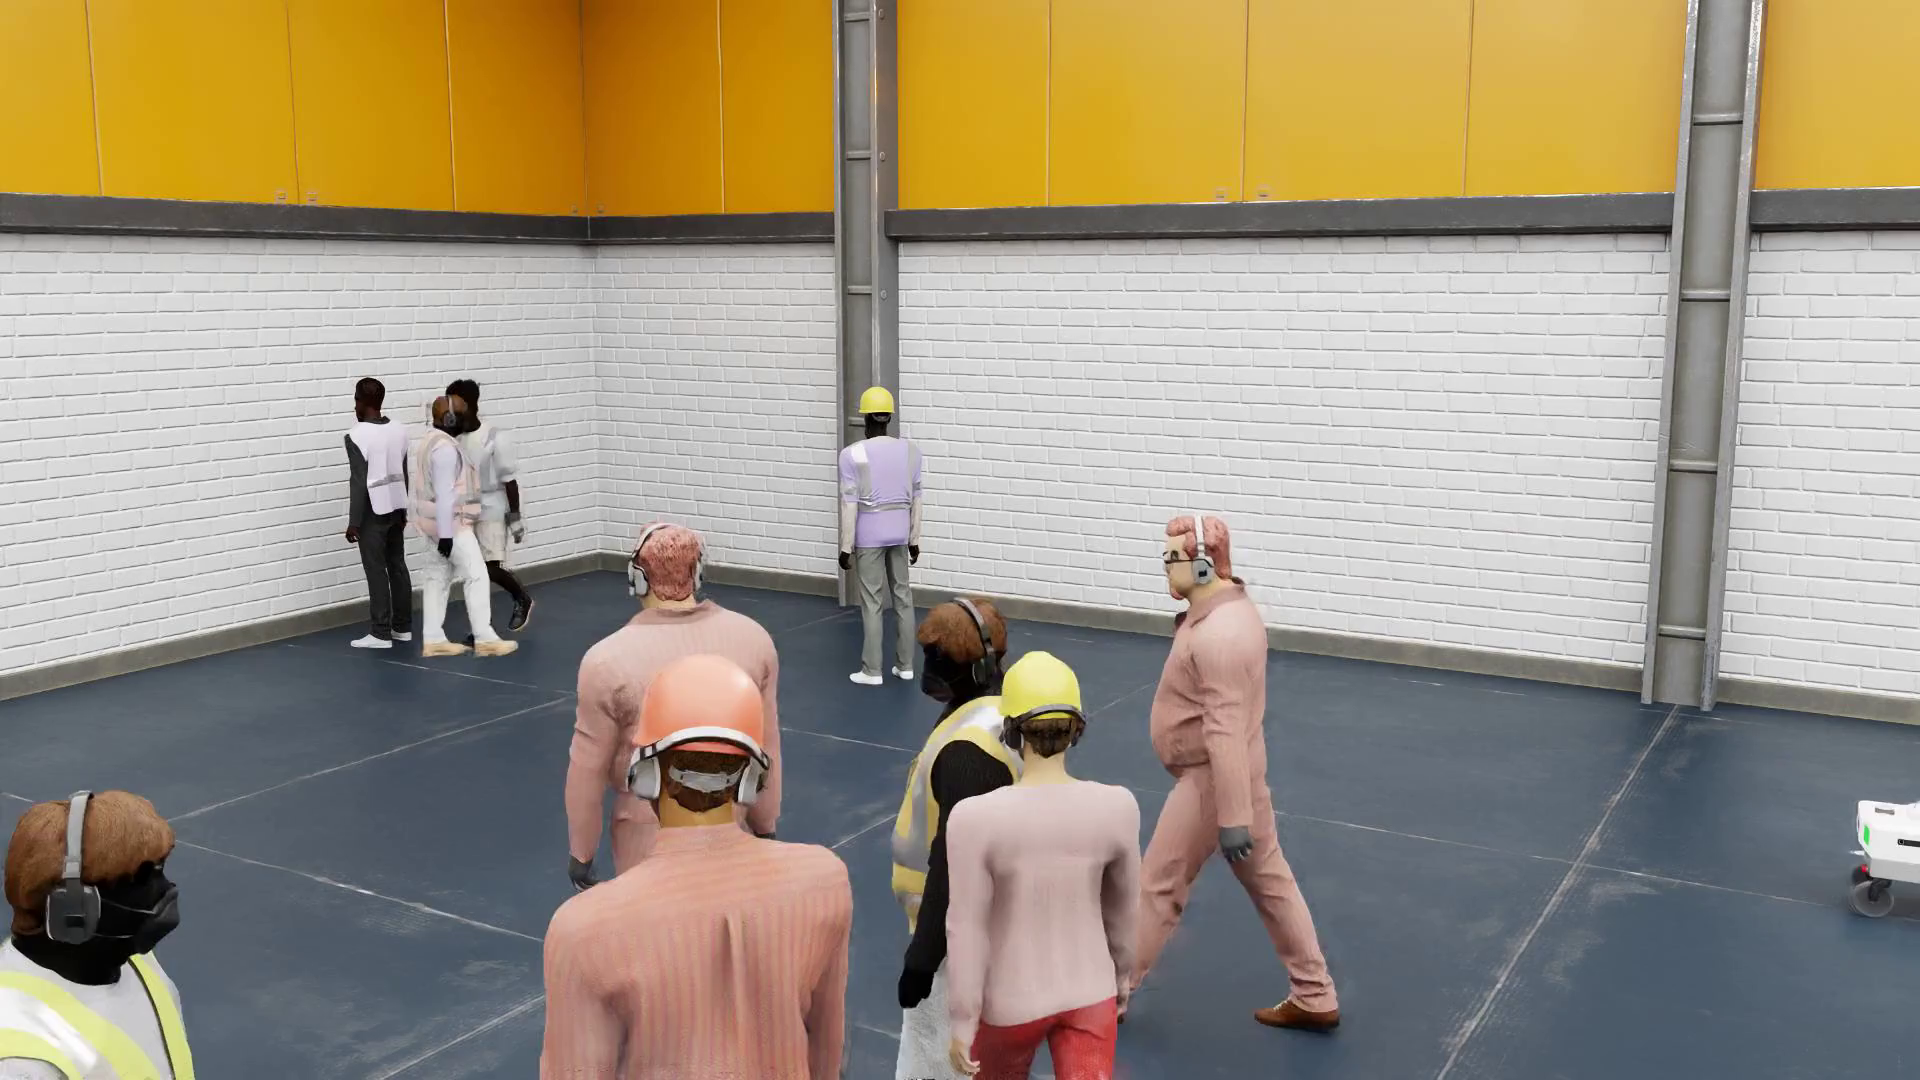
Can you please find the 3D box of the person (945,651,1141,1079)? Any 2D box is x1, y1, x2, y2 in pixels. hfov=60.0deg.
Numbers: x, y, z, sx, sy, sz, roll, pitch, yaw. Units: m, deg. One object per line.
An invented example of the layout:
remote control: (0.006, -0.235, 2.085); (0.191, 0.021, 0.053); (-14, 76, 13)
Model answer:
person: (0.215, 1.131, 4.176); (0.541, 1.713, 0.926); (-2, 9, -15)

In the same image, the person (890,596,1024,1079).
person: (-0.023, 1.035, 4.561); (0.689, 1.798, 0.660); (1, 9, 7)

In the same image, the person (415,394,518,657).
person: (-3.396, -0.091, 11.475); (0.761, 1.815, 0.646); (-4, 10, -25)

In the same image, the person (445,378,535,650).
person: (-3.365, -0.191, 11.781); (0.613, 1.932, 0.640); (4, 10, 22)

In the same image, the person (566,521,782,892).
person: (-0.939, 0.876, 5.214); (0.671, 1.887, 0.659); (-7, 12, -38)

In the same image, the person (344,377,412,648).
person: (-4.118, -0.193, 11.803); (0.385, 1.918, 0.596); (3, 10, 18)

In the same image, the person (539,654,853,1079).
person: (-0.482, 1.189, 3.049); (0.650, 1.967, 0.427); (-6, 11, -33)

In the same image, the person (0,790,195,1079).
person: (-1.443, 1.310, 2.756); (0.432, 1.828, 0.634); (-2, 9, -10)

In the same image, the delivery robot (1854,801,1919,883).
delivery robot: (4.062, 1.242, 6.798); (0.707, 0.478, 0.477); (4, 10, 26)

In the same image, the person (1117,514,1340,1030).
person: (0.851, 0.818, 5.750); (1.052, 1.839, 0.669); (2, 9, 15)

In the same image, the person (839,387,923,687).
person: (-0.521, -0.019, 10.696); (0.590, 1.926, 0.388); (-5, 11, -30)
